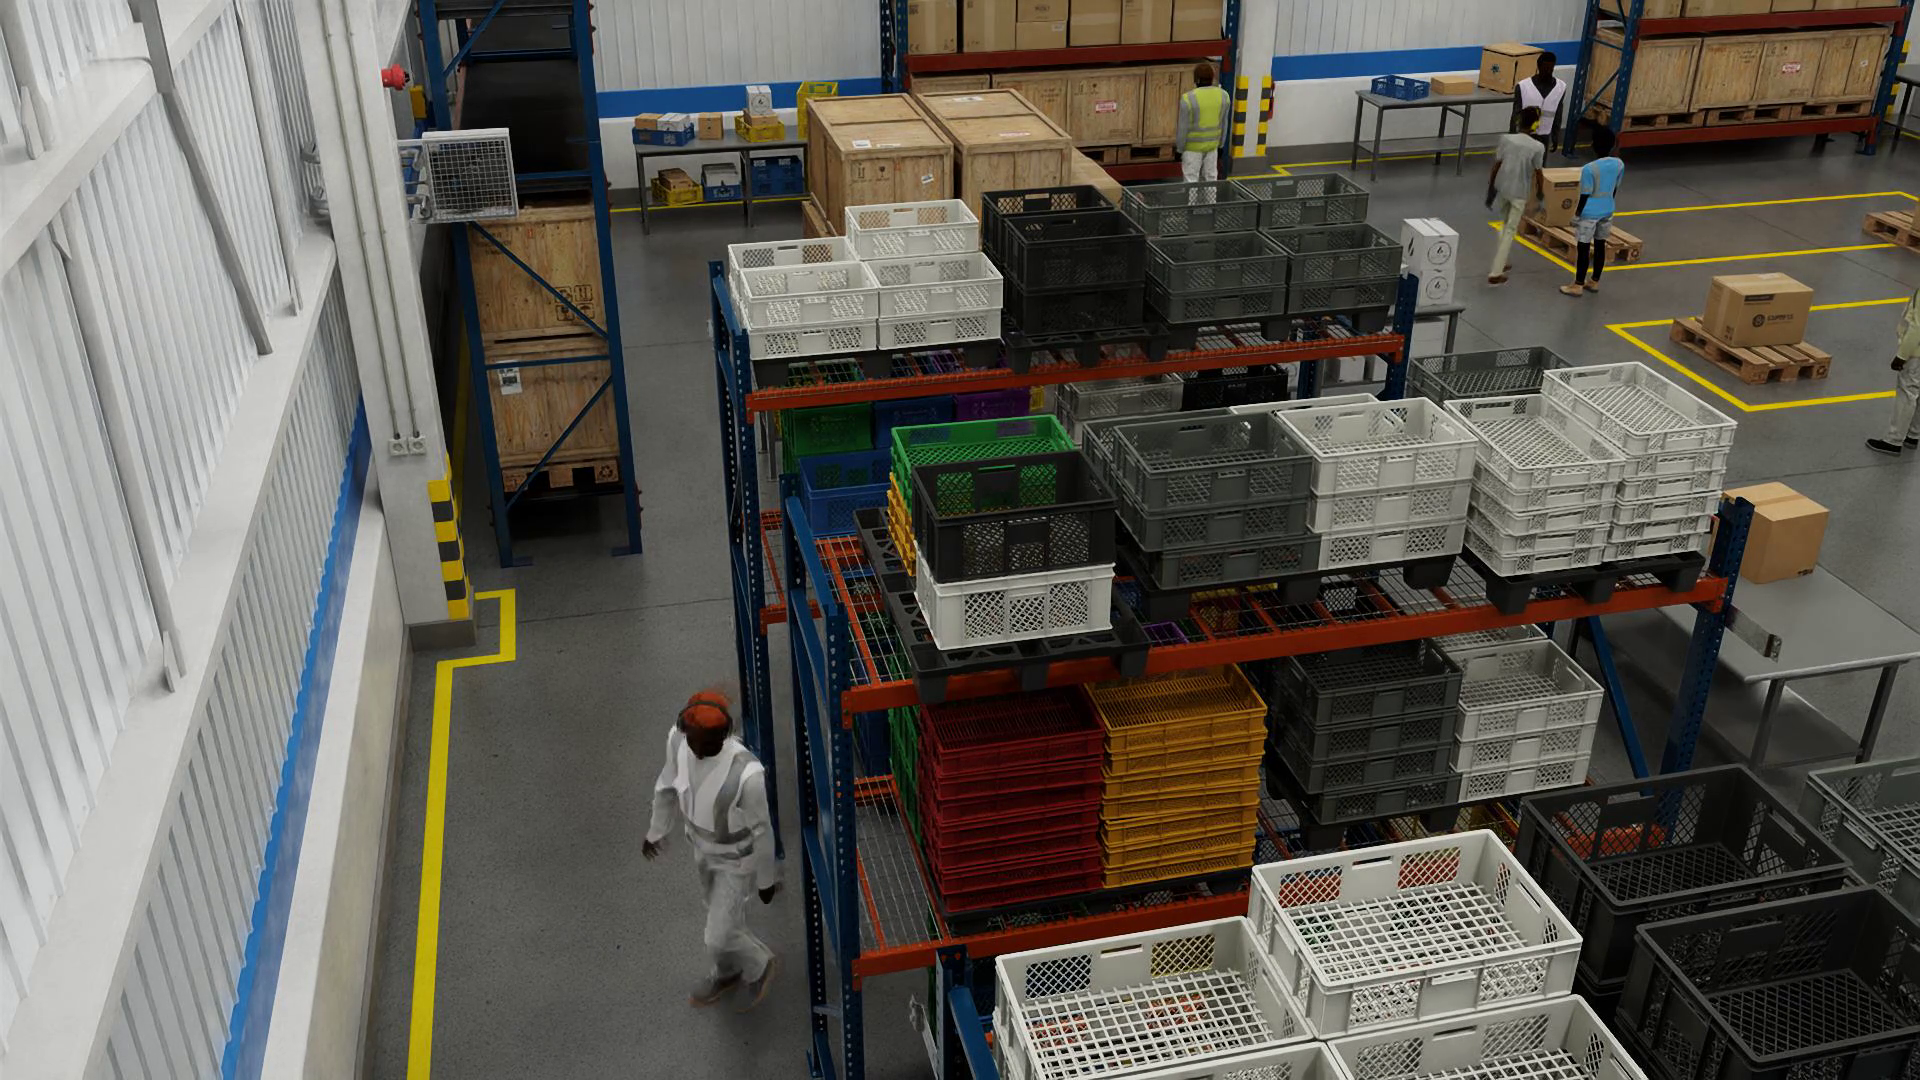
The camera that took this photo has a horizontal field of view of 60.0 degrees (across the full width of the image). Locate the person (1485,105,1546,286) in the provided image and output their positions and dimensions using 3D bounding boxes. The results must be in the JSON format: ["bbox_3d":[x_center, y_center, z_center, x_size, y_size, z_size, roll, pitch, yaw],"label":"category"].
[{"bbox_3d":[5.765,-3.545,17.071,0.721,1.844,0.526,-22,35,-35],"label":"person"}]

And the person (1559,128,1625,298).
[{"bbox_3d":[6.379,-3.290,16.744,0.529,1.692,0.321,-14,31,-25],"label":"person"}]

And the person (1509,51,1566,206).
[{"bbox_3d":[6.576,-4.642,19.082,0.592,1.910,0.384,-2,28,-3],"label":"person"}]

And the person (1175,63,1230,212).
[{"bbox_3d":[2.704,-4.442,18.774,0.634,1.839,0.429,-11,30,-20],"label":"person"}]

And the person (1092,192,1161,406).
[{"bbox_3d":[1.427,-2.042,14.149,0.642,1.909,0.399,4,28,7],"label":"person"}]

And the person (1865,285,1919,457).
[{"bbox_3d":[7.700,-1.563,13.317,0.589,1.835,0.403,-15,31,-27],"label":"person"}]

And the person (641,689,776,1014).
[{"bbox_3d":[-1.131,1.425,7.622,0.418,1.861,0.694,-24,36,-38],"label":"person"}]

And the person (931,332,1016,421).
[{"bbox_3d":[0.102,-0.955,12.053,0.636,1.939,0.363,0,28,0],"label":"person"}]
